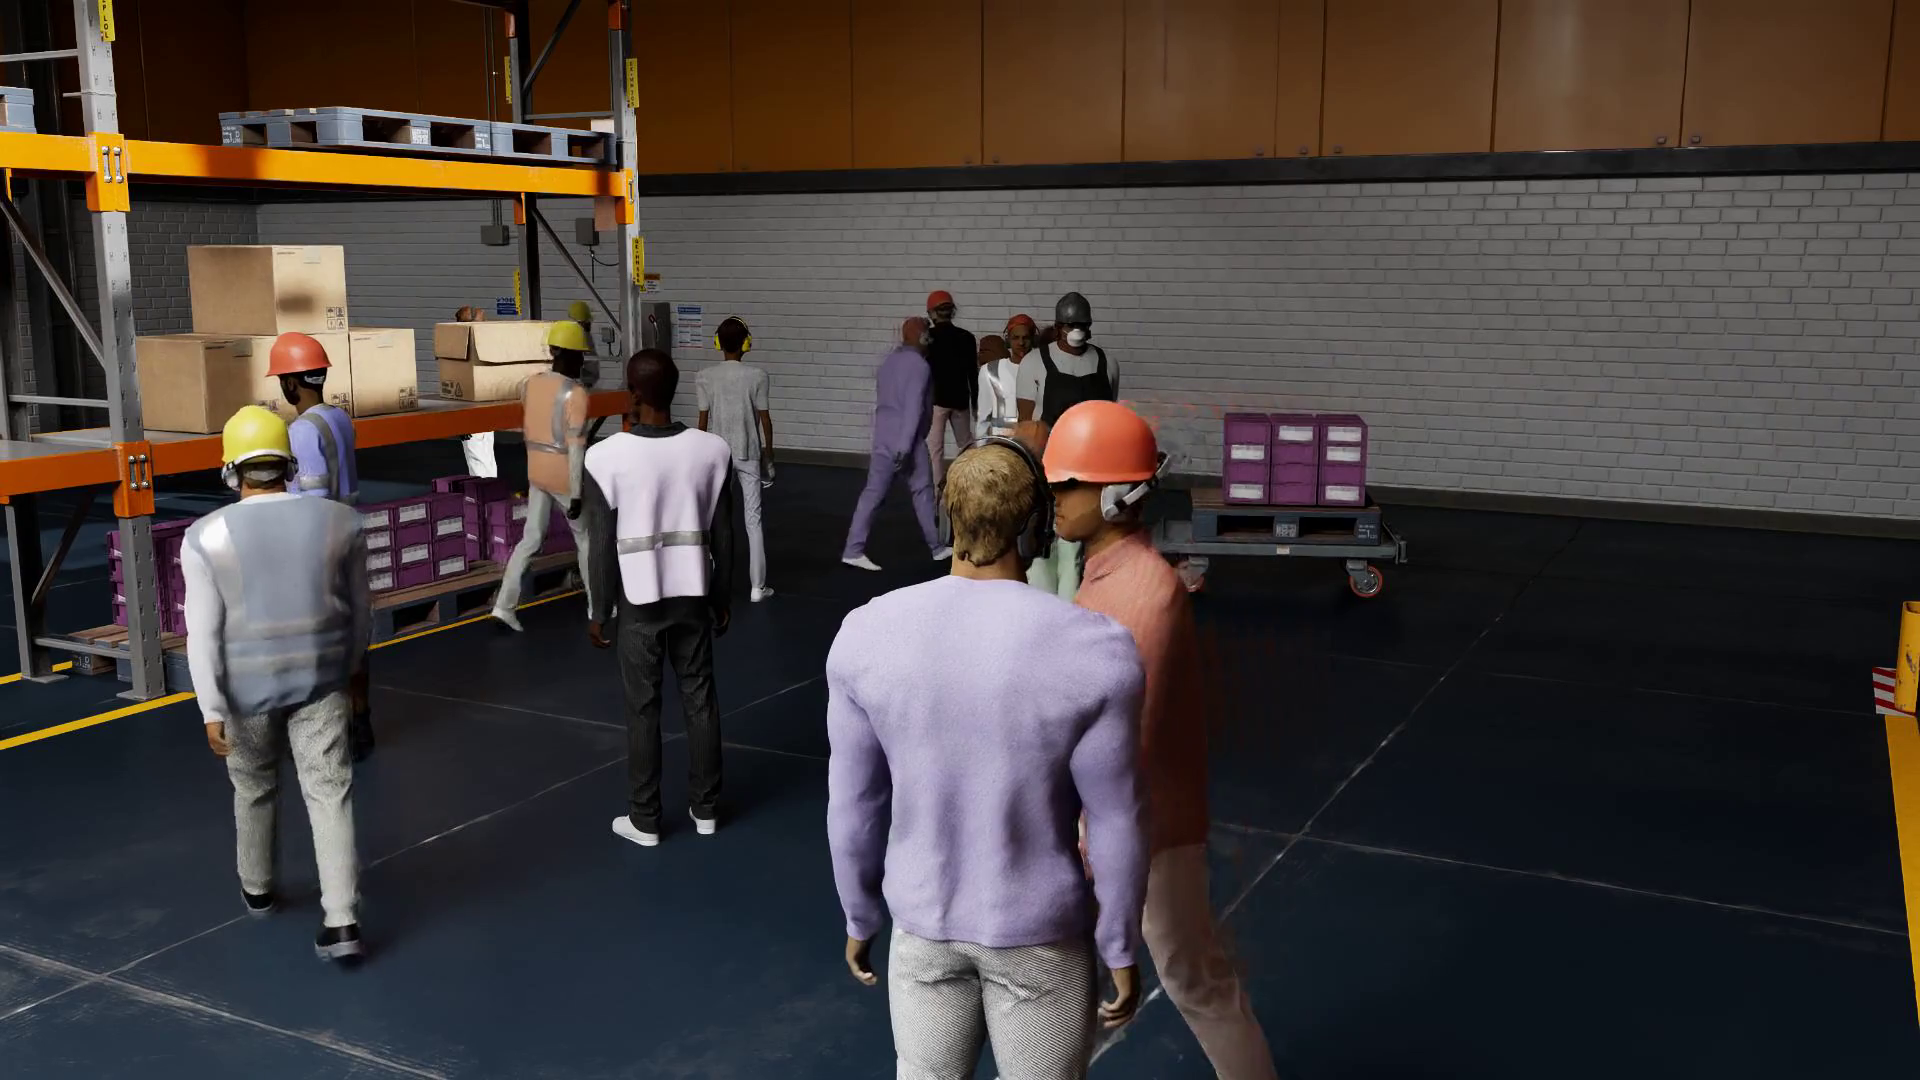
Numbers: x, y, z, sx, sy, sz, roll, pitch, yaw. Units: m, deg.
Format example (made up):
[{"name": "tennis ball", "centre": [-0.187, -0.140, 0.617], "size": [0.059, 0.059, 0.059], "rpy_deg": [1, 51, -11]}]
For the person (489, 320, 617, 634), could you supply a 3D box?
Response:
[{"name": "person", "centre": [-2.474, -0.377, 10.038], "size": [0.644, 1.881, 0.957], "rpy_deg": [7, 12, 35]}]

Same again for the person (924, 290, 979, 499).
[{"name": "person", "centre": [-0.116, -1.230, 14.751], "size": [0.699, 1.961, 0.512], "rpy_deg": [-6, 11, -30]}]

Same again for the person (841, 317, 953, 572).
[{"name": "person", "centre": [-0.433, -0.690, 12.036], "size": [1.079, 1.824, 0.648], "rpy_deg": [-8, 12, -37]}]

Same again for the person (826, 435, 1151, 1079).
[{"name": "person", "centre": [0.058, 0.761, 3.263], "size": [0.637, 1.938, 0.355], "rpy_deg": [3, 10, 17]}]

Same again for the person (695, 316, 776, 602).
[{"name": "person", "centre": [-1.457, -0.520, 10.879], "size": [0.512, 1.872, 0.328], "rpy_deg": [0, 10, 0]}]

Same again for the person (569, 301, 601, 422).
[{"name": "person", "centre": [-4.026, -1.654, 17.731], "size": [0.407, 1.786, 0.709], "rpy_deg": [-1, 10, -4]}]

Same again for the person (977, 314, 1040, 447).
[{"name": "person", "centre": [0.397, -0.541, 10.967], "size": [0.576, 1.881, 0.352], "rpy_deg": [-1, 10, -6]}]

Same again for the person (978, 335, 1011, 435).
[{"name": "person", "centre": [0.264, -0.814, 13.264], "size": [0.279, 1.633, 0.500], "rpy_deg": [1, 10, 6]}]

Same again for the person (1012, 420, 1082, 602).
[{"name": "person", "centre": [0.290, 0.288, 7.030], "size": [0.506, 1.583, 0.864], "rpy_deg": [2, 10, 14]}]

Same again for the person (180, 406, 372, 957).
[{"name": "person", "centre": [-2.214, 0.457, 5.472], "size": [0.591, 1.794, 0.915], "rpy_deg": [-6, 11, -30]}]

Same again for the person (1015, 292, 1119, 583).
[{"name": "person", "centre": [0.708, -0.540, 10.499], "size": [0.673, 2.000, 0.536], "rpy_deg": [-2, 10, -14]}]

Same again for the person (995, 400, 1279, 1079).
[{"name": "person", "centre": [0.368, 0.649, 3.880], "size": [1.011, 1.944, 0.642], "rpy_deg": [-1, 10, -7]}]

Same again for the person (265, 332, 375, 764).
[{"name": "person", "centre": [-2.867, 0.045, 7.422], "size": [0.375, 1.932, 0.549], "rpy_deg": [-1, 10, -3]}]

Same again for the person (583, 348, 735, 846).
[{"name": "person", "centre": [-1.148, 0.227, 6.418], "size": [0.592, 1.919, 0.392], "rpy_deg": [-6, 11, -30]}]

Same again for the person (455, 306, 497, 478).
[{"name": "person", "centre": [-4.025, -1.006, 13.770], "size": [0.429, 1.847, 0.626], "rpy_deg": [-1, 10, -4]}]

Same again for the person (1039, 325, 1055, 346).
[{"name": "person", "centre": [0.618, -0.560, 11.365], "size": [0.682, 1.795, 0.910], "rpy_deg": [8, 13, 39]}]
